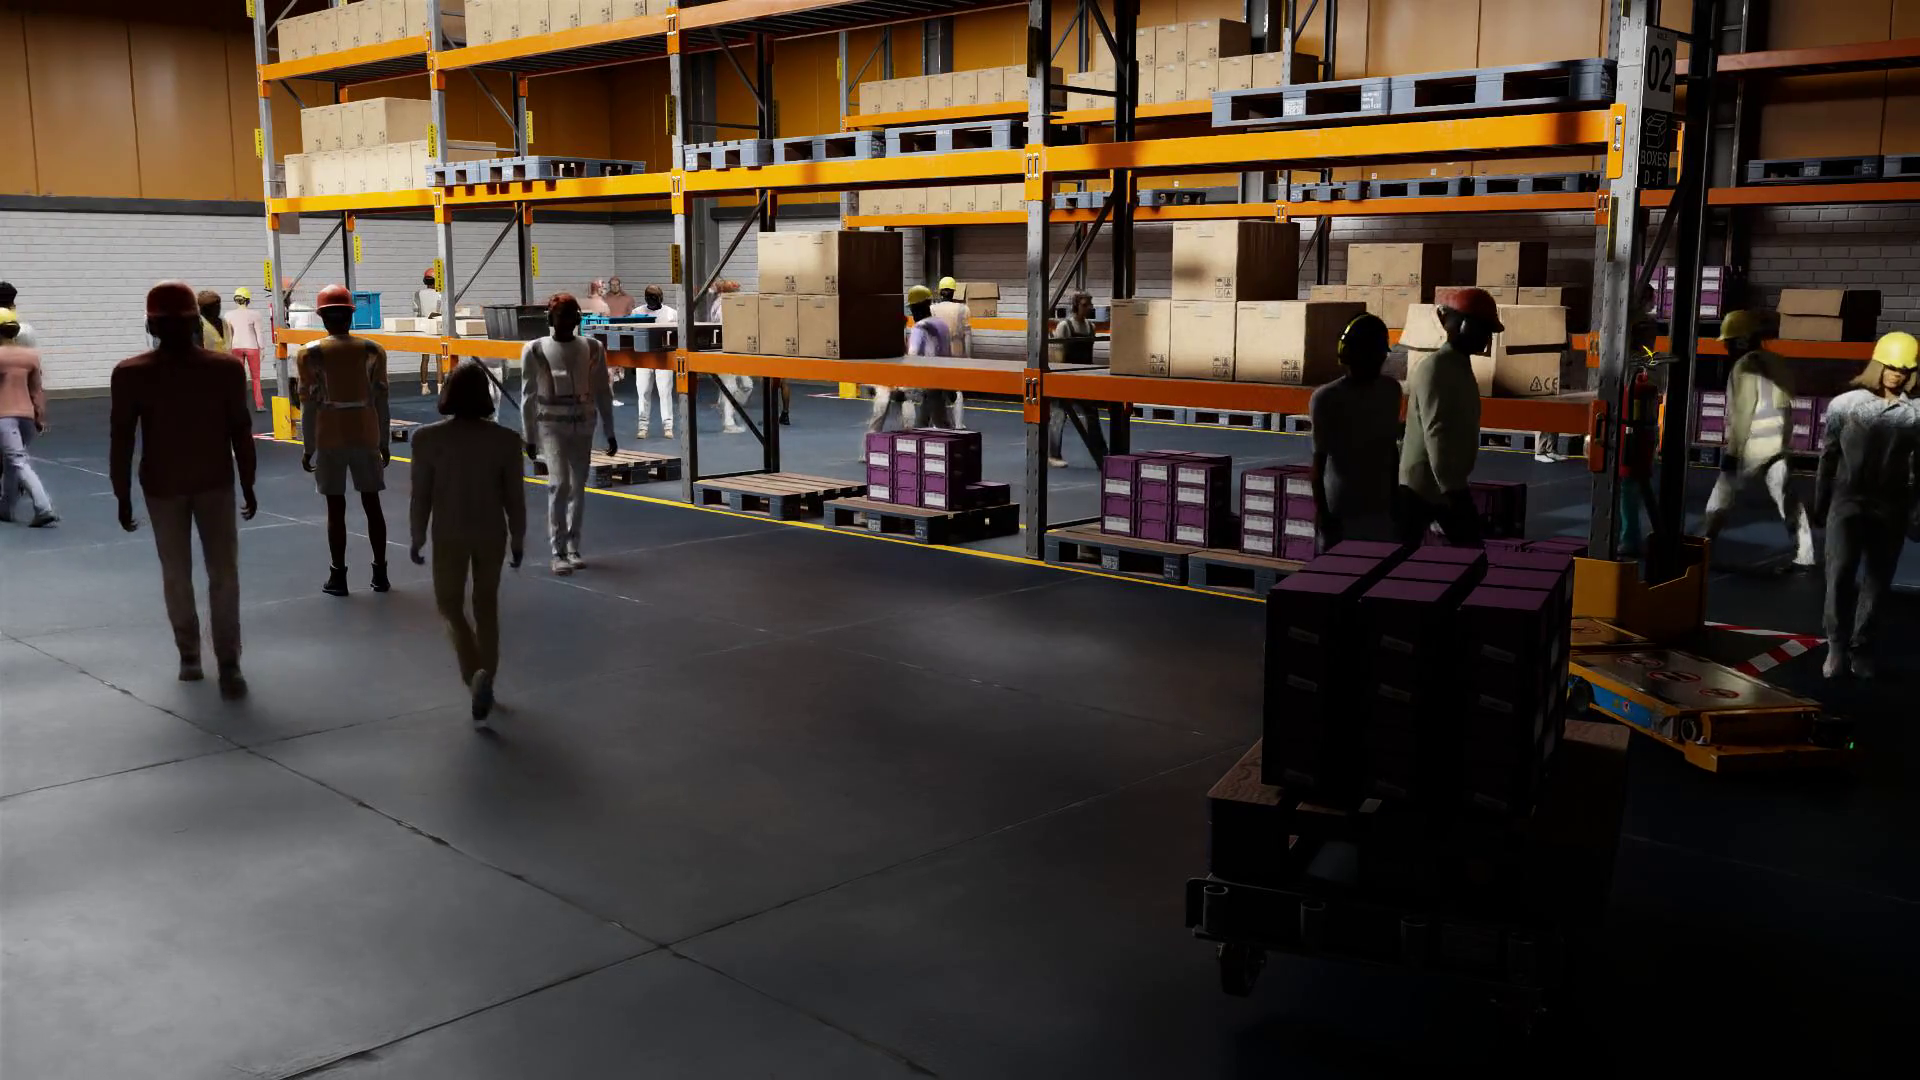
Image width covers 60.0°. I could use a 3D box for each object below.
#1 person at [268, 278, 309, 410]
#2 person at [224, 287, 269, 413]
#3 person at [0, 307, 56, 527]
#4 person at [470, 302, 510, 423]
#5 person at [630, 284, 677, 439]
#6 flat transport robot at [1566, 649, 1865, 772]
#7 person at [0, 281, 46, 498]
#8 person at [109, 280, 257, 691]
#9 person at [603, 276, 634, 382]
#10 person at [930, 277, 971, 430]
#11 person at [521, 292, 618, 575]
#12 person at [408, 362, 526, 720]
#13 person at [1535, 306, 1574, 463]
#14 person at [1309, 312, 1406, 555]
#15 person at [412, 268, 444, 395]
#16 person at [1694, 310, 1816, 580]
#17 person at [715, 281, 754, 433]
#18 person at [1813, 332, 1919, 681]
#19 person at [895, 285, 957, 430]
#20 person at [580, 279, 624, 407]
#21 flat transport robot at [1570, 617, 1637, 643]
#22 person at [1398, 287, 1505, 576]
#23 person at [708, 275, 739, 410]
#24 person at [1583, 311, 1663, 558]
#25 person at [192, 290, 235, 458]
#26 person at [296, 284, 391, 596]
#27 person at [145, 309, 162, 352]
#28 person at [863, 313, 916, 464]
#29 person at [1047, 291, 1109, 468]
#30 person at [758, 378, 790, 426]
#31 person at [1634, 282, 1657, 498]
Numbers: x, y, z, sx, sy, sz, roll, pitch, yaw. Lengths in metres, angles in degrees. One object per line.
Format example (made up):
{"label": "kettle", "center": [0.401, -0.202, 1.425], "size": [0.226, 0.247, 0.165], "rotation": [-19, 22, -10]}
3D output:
{"label": "person", "center": [-8.289, -2.281, 20.579], "size": [0.567, 1.914, 0.426], "rotation": [6, 11, 31]}
{"label": "person", "center": [-10.053, -2.668, 23.410], "size": [0.523, 1.769, 0.324], "rotation": [-1, 9, -5]}
{"label": "person", "center": [-7.461, -0.963, 13.091], "size": [0.892, 1.725, 0.534], "rotation": [3, 10, 20]}
{"label": "person", "center": [-5.656, -2.057, 20.095], "size": [0.344, 1.617, 0.530], "rotation": [7, 12, 37]}
{"label": "person", "center": [-3.639, -2.121, 19.850], "size": [0.621, 1.838, 0.429], "rotation": [-1, 9, -6]}
{"label": "flat transport robot", "center": [3.183, 0.708, 7.281], "size": [0.652, 0.197, 1.431], "rotation": [-2, 9, -9]}
{"label": "person", "center": [-8.200, -1.256, 14.317], "size": [0.602, 1.897, 1.024], "rotation": [0, 9, 1]}
{"label": "person", "center": [-3.701, -0.246, 7.956], "size": [0.653, 1.956, 0.872], "rotation": [-4, 10, -25]}
{"label": "person", "center": [-6.172, -3.794, 29.936], "size": [0.647, 1.888, 0.718], "rotation": [-3, 10, -19]}
{"label": "person", "center": [-0.156, -2.322, 20.806], "size": [0.593, 1.922, 0.381], "rotation": [0, 9, 0]}
{"label": "person", "center": [-2.570, -0.699, 11.055], "size": [0.580, 1.862, 0.669], "rotation": [-6, 11, -34]}
{"label": "person", "center": [-2.207, 0.002, 7.521], "size": [0.506, 1.610, 0.666], "rotation": [-6, 11, -31]}
{"label": "person", "center": [6.241, -1.628, 17.423], "size": [0.522, 1.638, 0.311], "rotation": [-9, 13, -44]}
{"label": "person", "center": [1.778, -0.090, 7.397], "size": [0.575, 1.834, 0.481], "rotation": [-4, 10, -24]}
{"label": "person", "center": [-8.456, -3.333, 26.692], "size": [0.607, 2.039, 0.396], "rotation": [0, 9, -1]}
{"label": "person", "center": [5.207, -0.628, 11.002], "size": [0.604, 1.741, 1.013], "rotation": [-8, 12, -39]}
{"label": "person", "center": [-2.775, -2.235, 20.432], "size": [0.443, 1.868, 0.590], "rotation": [2, 10, 14]}
{"label": "person", "center": [4.448, -0.152, 8.095], "size": [0.501, 1.720, 0.470], "rotation": [4, 10, 23]}
{"label": "person", "center": [-0.356, -1.493, 15.913], "size": [1.031, 1.856, 0.602], "rotation": [4, 10, 25]}
{"label": "person", "center": [-5.320, -2.860, 24.226], "size": [0.651, 1.880, 0.765], "rotation": [9, 13, 44]}
{"label": "flat transport robot", "center": [2.743, 0.551, 8.243], "size": [1.431, 0.197, 0.652], "rotation": [-2, 9, -9]}
{"label": "person", "center": [2.334, -0.272, 8.198], "size": [0.974, 1.946, 0.632], "rotation": [8, 13, 42]}
{"label": "person", "center": [-3.431, -2.817, 23.834], "size": [0.435, 1.927, 0.654], "rotation": [-3, 10, -17]}
{"label": "person", "center": [4.653, -0.763, 11.765], "size": [0.547, 1.752, 0.572], "rotation": [-4, 10, -25]}
{"label": "person", "center": [-7.882, -1.711, 17.455], "size": [0.505, 1.800, 0.657], "rotation": [2, 9, 10]}
{"label": "person", "center": [-3.820, -0.617, 10.340], "size": [0.543, 1.928, 0.373], "rotation": [-6, 11, -31]}
{"label": "person", "center": [-11.198, -2.727, 23.565], "size": [0.589, 1.833, 0.404], "rotation": [-5, 11, -28]}
{"label": "person", "center": [-0.629, -1.551, 17.095], "size": [0.861, 1.590, 0.520], "rotation": [5, 10, 27]}
{"label": "person", "center": [1.202, -1.585, 16.683], "size": [0.536, 1.793, 0.967], "rotation": [-6, 11, -33]}
{"label": "person", "center": [-2.414, -2.430, 21.426], "size": [0.357, 1.936, 0.551], "rotation": [8, 12, 41]}
{"label": "person", "center": [5.954, -1.337, 14.765], "size": [0.651, 1.923, 0.474], "rotation": [-7, 12, -38]}
